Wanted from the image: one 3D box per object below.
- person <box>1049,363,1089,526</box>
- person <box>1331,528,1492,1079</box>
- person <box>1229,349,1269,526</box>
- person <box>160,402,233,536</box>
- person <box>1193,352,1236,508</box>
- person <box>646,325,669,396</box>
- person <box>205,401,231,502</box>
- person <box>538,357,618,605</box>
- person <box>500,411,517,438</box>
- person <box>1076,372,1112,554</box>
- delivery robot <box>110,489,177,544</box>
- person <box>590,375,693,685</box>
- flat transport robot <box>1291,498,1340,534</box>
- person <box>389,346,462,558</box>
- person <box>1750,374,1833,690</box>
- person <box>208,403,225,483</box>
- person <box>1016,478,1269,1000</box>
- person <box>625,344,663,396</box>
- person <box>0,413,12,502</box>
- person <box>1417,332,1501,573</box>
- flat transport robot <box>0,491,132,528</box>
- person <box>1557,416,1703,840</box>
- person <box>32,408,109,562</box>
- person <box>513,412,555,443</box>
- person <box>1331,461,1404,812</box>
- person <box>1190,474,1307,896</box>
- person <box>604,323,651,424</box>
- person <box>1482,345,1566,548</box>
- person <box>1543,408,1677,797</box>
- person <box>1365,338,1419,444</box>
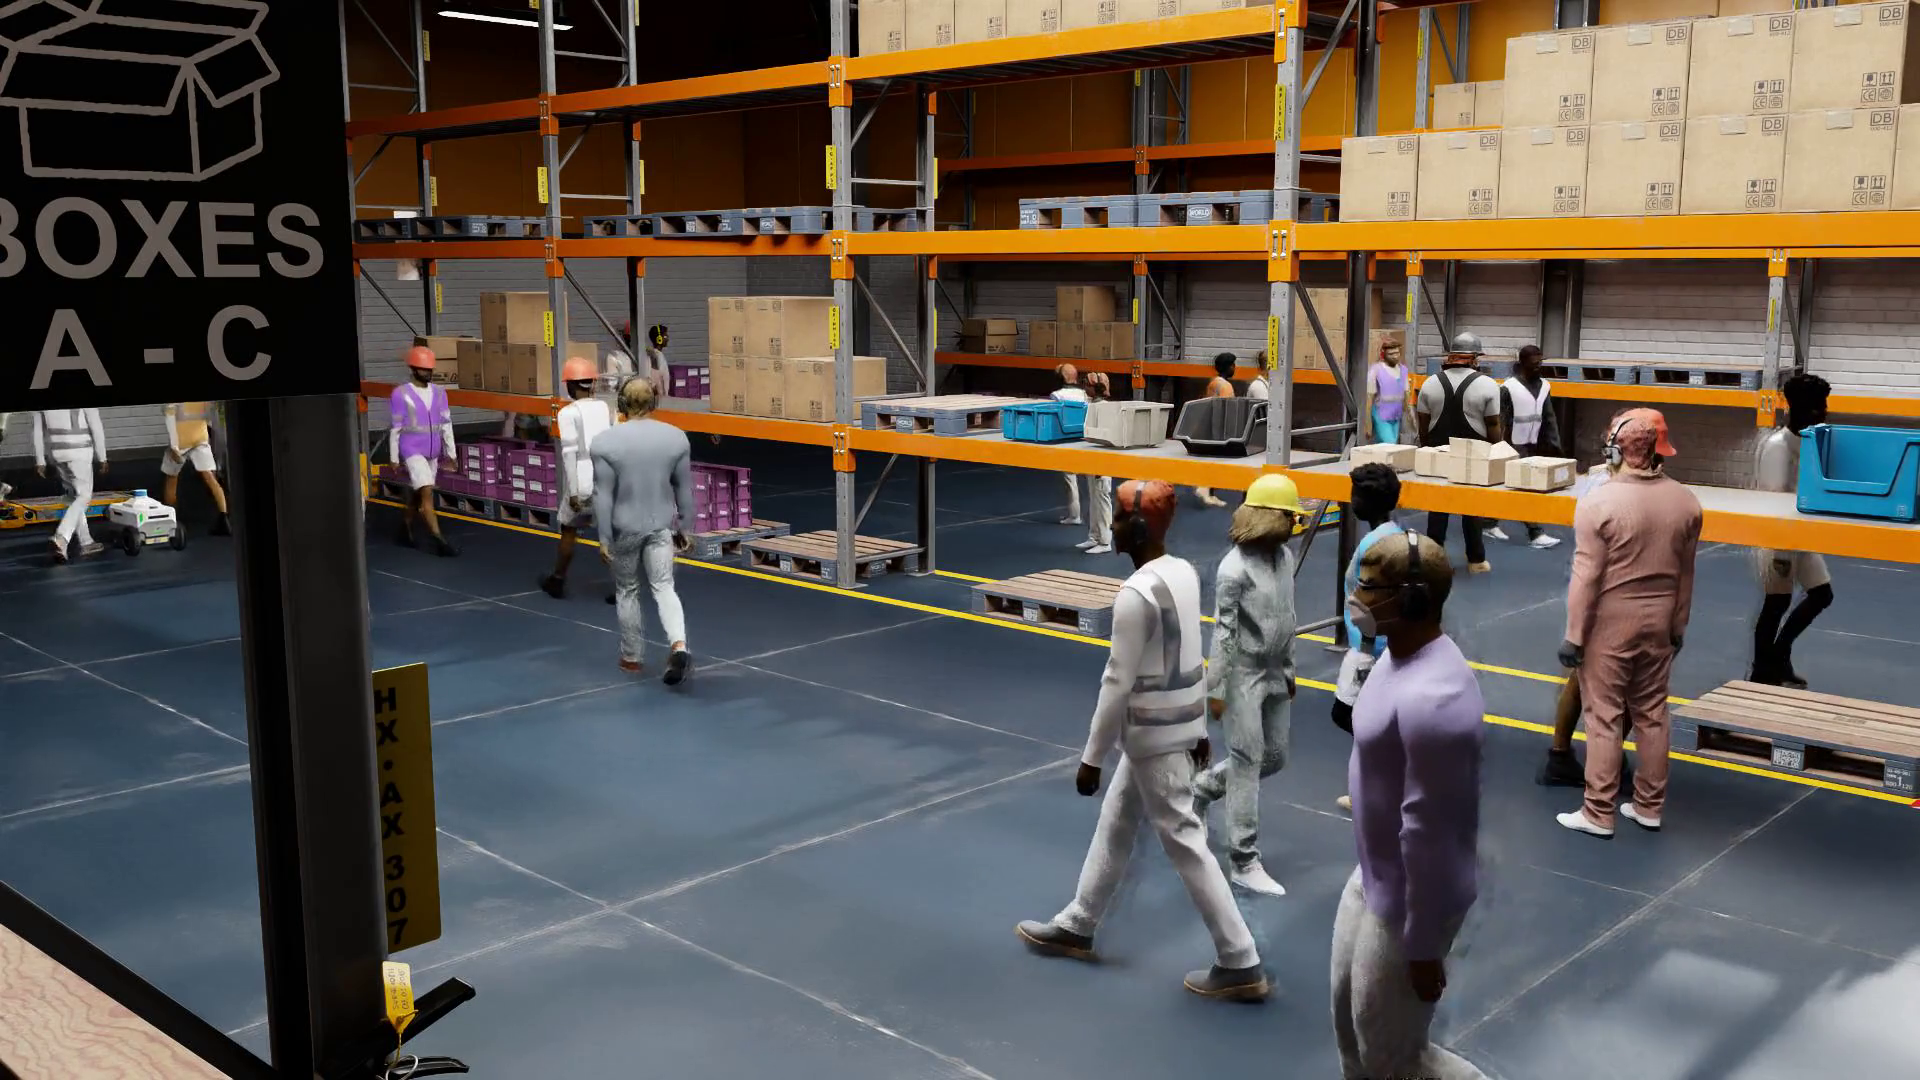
[{"bbox_3d":[1.046,-0.953,16.656,0.512,1.619,0.512,8,12,41],"label":"person"},{"bbox_3d":[1.231,0.920,4.264,0.725,1.920,0.629,2,9,10],"label":"person"},{"bbox_3d":[2.770,-0.860,15.473,0.397,1.821,0.691,3,10,19],"label":"person"},{"bbox_3d":[-7.415,-0.965,15.953,1.015,1.889,0.543,5,10,27],"label":"person"},{"bbox_3d":[2.717,-1.165,17.730,0.447,1.676,0.544,-2,10,-14],"label":"person"},{"bbox_3d":[-3.708,-1.714,20.539,0.326,1.874,0.519,-5,11,-29],"label":"person"},{"bbox_3d":[-7.829,-1.283,18.116,0.735,1.791,0.838,-5,10,-27],"label":"person"},{"bbox_3d":[-2.867,-0.449,12.738,0.998,1.880,0.567,8,12,41],"label":"person"},{"bbox_3d":[-5.910,-1.995,22.016,0.555,1.947,0.642,-2,9,-10],"label":"person"},{"bbox_3d":[1.235,-0.696,14.998,0.311,1.642,0.513,-2,9,-9],"label":"person"},{"bbox_3d":[-7.417,-0.215,15.089,0.707,0.478,0.477,8,12,42],"label":"delivery robot"},{"bbox_3d":[-1.933,-0.054,10.253,0.635,1.916,0.854,-5,10,-26],"label":"person"},{"bbox_3d":[3.385,-0.262,16.528,0.652,0.197,1.431,9,13,43],"label":"flat transport robot"},{"bbox_3d":[-4.861,-0.804,14.969,1.033,1.888,0.556,6,11,35],"label":"person"},{"bbox_3d":[4.972,-0.019,9.906,0.630,1.944,0.449,-9,13,-44],"label":"person"},{"bbox_3d":[-8.999,-1.609,20.151,0.625,1.784,0.970,-2,9,-11],"label":"person"},{"bbox_3d":[0.687,0.694,5.914,0.987,1.838,0.608,4,10,24],"label":"person"},{"bbox_3d":[-3.628,-1.368,18.838,0.563,1.725,0.560,-8,12,-42],"label":"person"},{"bbox_3d":[-10.097,-1.203,17.139,0.647,1.954,0.581,3,10,19],"label":"person"},{"bbox_3d":[4.249,-0.748,14.098,0.688,2.000,0.536,6,11,34],"label":"person"},{"bbox_3d":[-9.076,-0.321,16.894,0.652,0.197,1.431,9,13,43],"label":"flat transport robot"},{"bbox_3d":[2.991,0.393,7.520,0.651,1.904,0.403,-3,10,-18],"label":"person"},{"bbox_3d":[-7.844,-0.734,14.612,0.578,1.857,0.877,1,9,4],"label":"person"},{"bbox_3d":[-5.280,-1.710,20.144,0.983,1.998,0.619,3,10,18],"label":"person"},{"bbox_3d":[1.921,0.478,7.650,0.397,1.682,0.552,4,10,24],"label":"person"},{"bbox_3d":[1.176,0.568,6.984,0.590,1.726,0.506,8,12,42],"label":"person"},{"bbox_3d":[-3.588,-1.402,18.283,0.657,1.977,1.025,-8,12,-40],"label":"person"},{"bbox_3d":[5.235,-0.881,15.474,0.599,1.865,0.999,-6,11,-34],"label":"person"},{"bbox_3d":[3.176,0.310,8.019,0.667,1.901,0.693,3,10,18],"label":"person"},{"bbox_3d":[4.611,-1.260,17.890,0.615,1.818,0.469,-8,13,-42],"label":"person"}]
